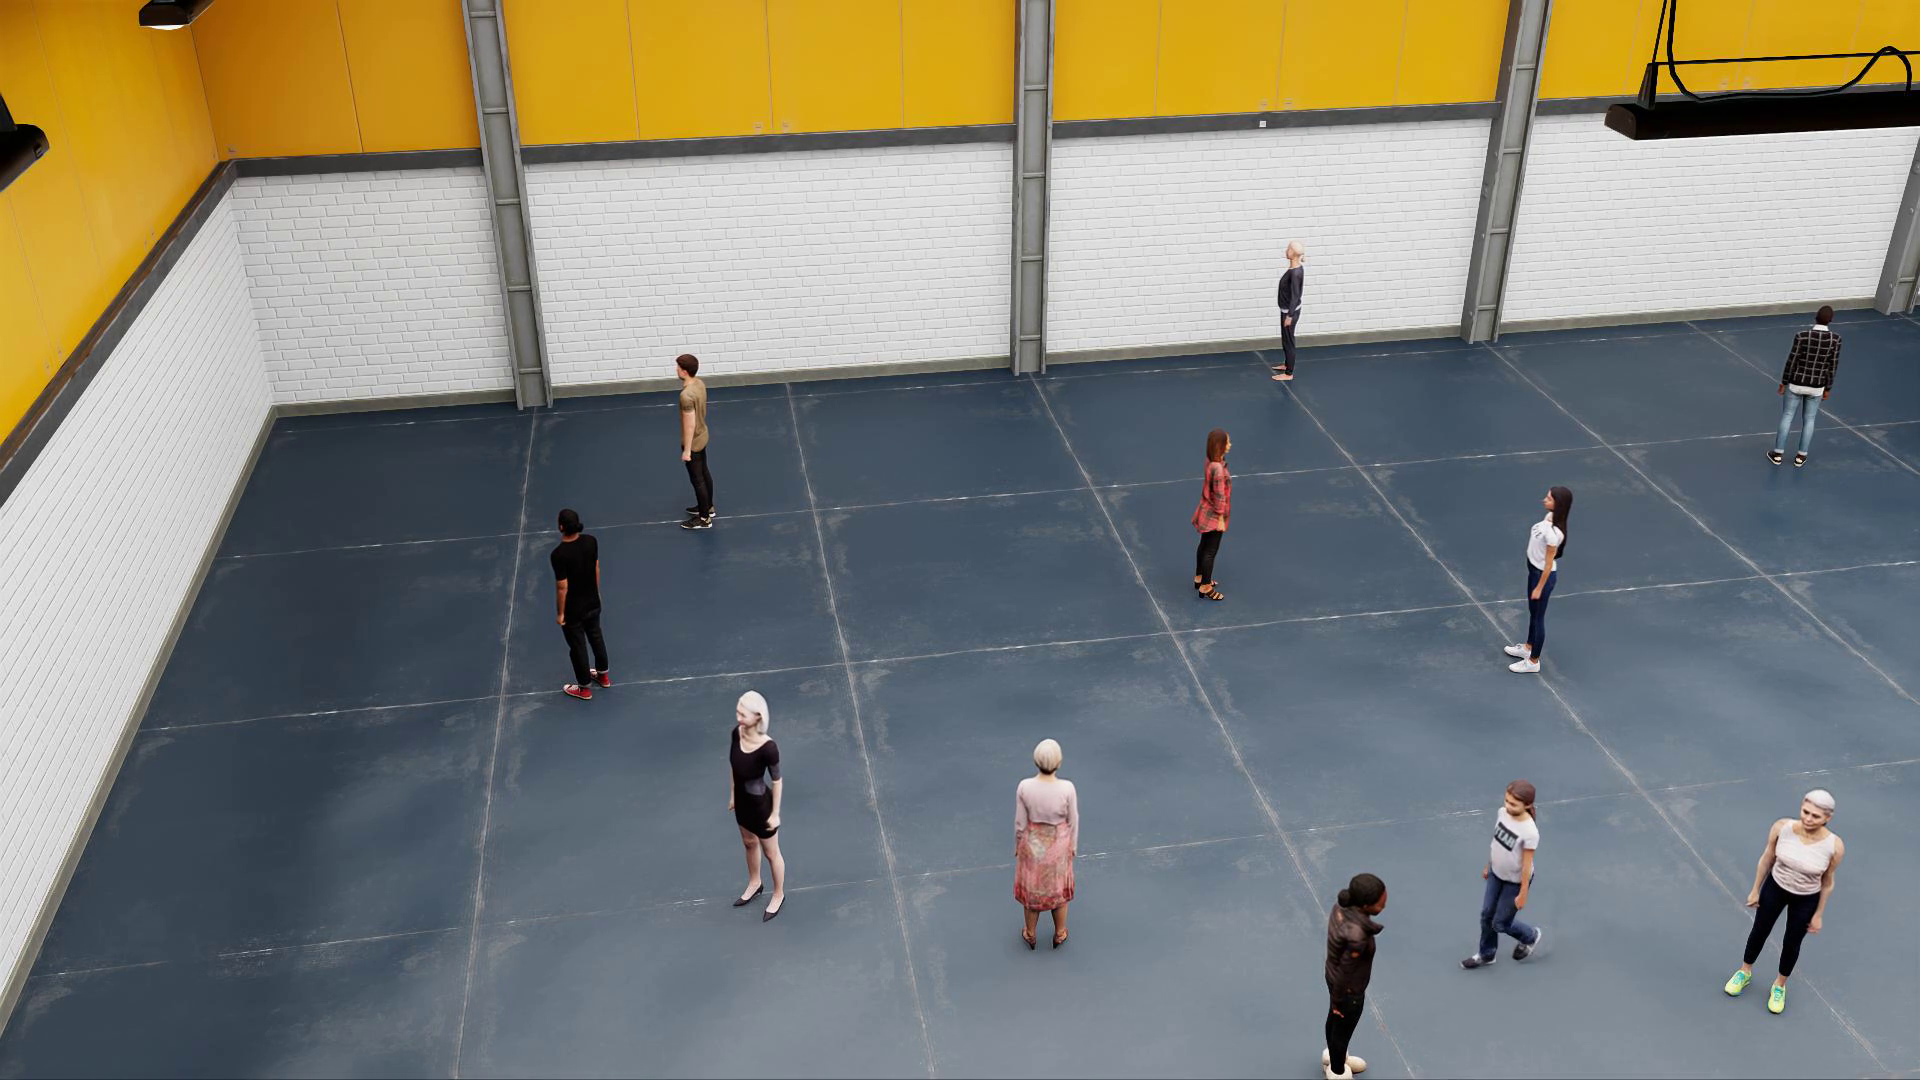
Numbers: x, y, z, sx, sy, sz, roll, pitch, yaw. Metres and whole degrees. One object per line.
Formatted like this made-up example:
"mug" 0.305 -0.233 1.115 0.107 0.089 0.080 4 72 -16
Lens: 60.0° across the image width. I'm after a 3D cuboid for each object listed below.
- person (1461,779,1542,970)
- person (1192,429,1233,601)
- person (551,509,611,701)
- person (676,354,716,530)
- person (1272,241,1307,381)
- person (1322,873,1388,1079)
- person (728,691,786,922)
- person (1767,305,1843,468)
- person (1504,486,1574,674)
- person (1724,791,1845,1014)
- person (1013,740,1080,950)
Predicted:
"person" 3.733 2.235 11.140 0.810 1.550 0.618 -9 30 -17
"person" 2.365 -0.253 15.541 0.575 1.703 0.635 -2 29 -3
"person" -3.220 0.526 14.055 0.775 1.758 0.717 18 33 30
"person" -2.678 -1.008 16.768 0.646 1.852 0.717 2 29 3
"person" 4.013 -2.805 20.195 0.642 1.726 0.680 5 29 10
"person" 2.351 2.705 10.163 0.603 1.660 0.651 -5 29 -8
"person" -1.416 1.841 11.570 0.656 1.830 0.705 20 35 32
"person" 9.170 -1.674 18.022 0.663 1.821 0.807 8 30 15
"person" 5.044 0.330 14.396 0.641 1.775 0.657 6 29 11
"person" 5.407 2.321 10.823 0.682 1.701 0.735 20 34 32
"person" 0.583 2.079 11.278 0.563 1.692 0.691 1 29 2
